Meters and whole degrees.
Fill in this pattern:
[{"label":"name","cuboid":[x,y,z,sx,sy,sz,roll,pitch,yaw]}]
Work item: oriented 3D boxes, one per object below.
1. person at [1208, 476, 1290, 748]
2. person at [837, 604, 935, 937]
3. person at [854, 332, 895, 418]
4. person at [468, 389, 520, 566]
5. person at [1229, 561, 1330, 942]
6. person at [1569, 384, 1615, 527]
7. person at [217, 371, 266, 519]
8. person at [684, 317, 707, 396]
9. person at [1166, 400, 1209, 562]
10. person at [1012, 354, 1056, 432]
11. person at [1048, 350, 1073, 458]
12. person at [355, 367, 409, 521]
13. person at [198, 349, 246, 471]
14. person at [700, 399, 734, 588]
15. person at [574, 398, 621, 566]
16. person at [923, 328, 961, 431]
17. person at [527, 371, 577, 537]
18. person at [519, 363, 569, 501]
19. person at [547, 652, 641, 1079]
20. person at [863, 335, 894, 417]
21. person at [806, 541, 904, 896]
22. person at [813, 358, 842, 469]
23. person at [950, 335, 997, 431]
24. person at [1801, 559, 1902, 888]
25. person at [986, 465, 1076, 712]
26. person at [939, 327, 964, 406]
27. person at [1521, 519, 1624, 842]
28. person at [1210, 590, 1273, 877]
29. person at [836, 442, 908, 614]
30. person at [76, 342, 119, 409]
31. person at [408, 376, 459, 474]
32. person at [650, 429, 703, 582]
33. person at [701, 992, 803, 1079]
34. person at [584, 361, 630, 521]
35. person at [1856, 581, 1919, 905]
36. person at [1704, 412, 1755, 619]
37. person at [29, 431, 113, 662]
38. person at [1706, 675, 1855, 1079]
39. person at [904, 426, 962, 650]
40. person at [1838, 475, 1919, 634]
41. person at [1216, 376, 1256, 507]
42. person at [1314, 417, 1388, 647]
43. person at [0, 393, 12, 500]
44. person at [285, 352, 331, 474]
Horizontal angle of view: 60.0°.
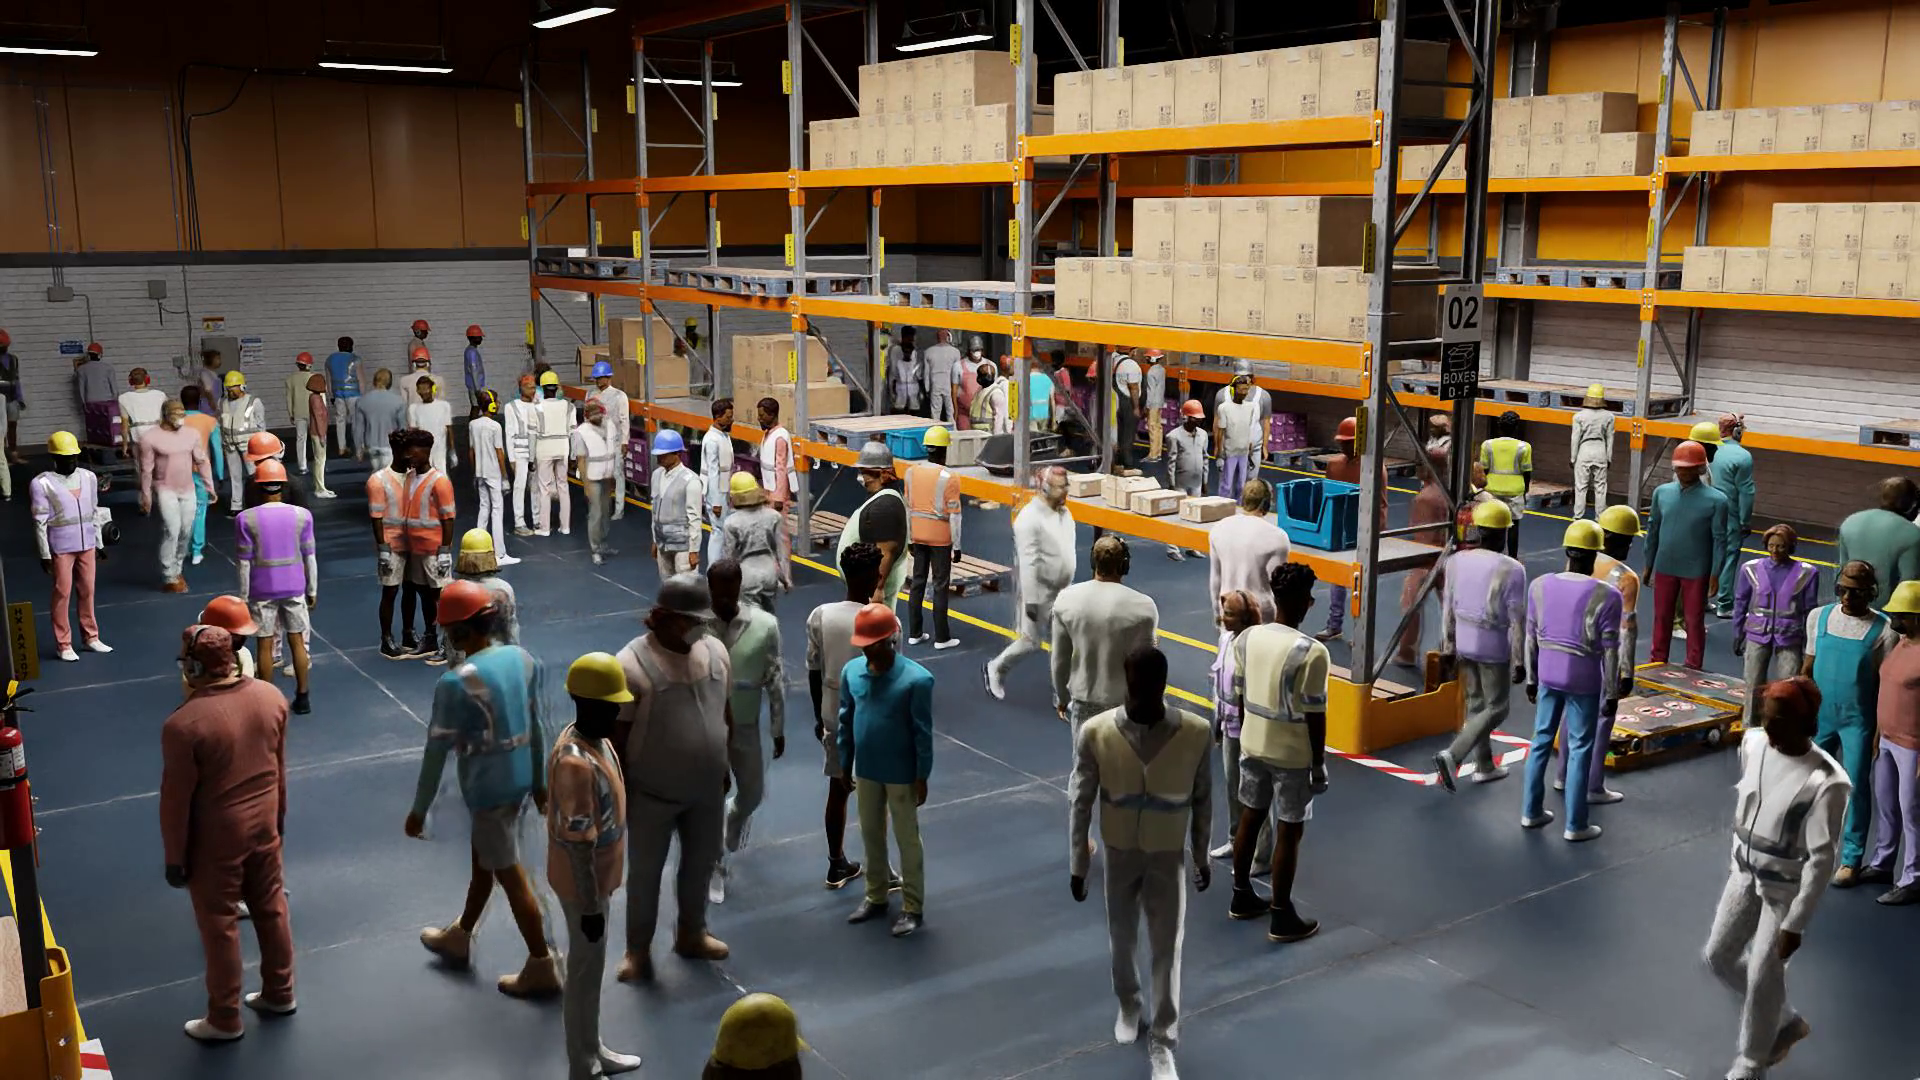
[{"label":"person","cuboid":[1.983,0.521,11.490,0.639,1.925,0.404,10,15,42]},{"label":"person","cuboid":[-0.403,1.174,8.627,0.576,1.737,0.354,7,13,30]},{"label":"person","cuboid":[-1.491,-3.057,29.952,0.650,1.856,1.031,-10,15,-43]},{"label":"person","cuboid":[-4.978,-0.661,17.670,0.518,1.874,0.329,7,13,33]},{"label":"person","cuboid":[1.656,1.074,8.592,0.382,1.958,0.600,-7,13,-32]},{"label":"person","cuboid":[7.415,-0.963,19.544,0.485,1.744,0.294,1,11,7]},{"label":"person","cuboid":[-8.777,-1.155,20.296,0.600,1.830,0.403,1,11,4]},{"label":"person","cuboid":[-4.711,-2.972,29.352,0.382,1.924,0.593,9,14,38]},{"label":"person","cuboid":[2.461,-0.642,17.893,0.567,1.744,0.349,-7,13,-32]},{"label":"person","cuboid":[1.017,-1.688,23.127,0.565,1.788,0.990,-5,12,-24]},{"label":"person","cuboid":[1.434,-2.057,25.318,0.726,1.665,0.551,-2,11,-10]},{"label":"person","cuboid":[-6.931,-1.101,19.873,0.632,1.900,0.772,1,11,6]},{"label":"person","cuboid":[-10.796,-1.855,24.004,0.994,1.796,0.502,-1,11,-4]},{"label":"person","cuboid":[-2.403,-0.454,16.527,0.396,1.908,0.600,0,11,2]},{"label":"person","cuboid":[-3.831,-0.637,17.716,0.417,1.802,0.742,5,12,25]},{"label":"person","cuboid":[-0.262,-2.447,26.713,0.639,1.911,0.406,3,11,13]},{"label":"person","cuboid":[-4.726,-0.994,19.281,0.592,1.911,0.398,-8,14,-36]},{"label":"person","cuboid":[-5.477,-1.444,21.863,0.874,1.804,0.628,10,15,42]},{"label":"person","cuboid":[-1.527,1.405,6.965,0.383,1.923,0.589,-1,11,-7]},{"label":"person","cuboid":[-1.361,-2.554,27.759,0.527,1.722,0.906,9,14,40]},{"label":"person","cuboid":[-0.542,0.972,9.067,0.614,1.964,0.361,6,13,30]},{"label":"person","cuboid":[-1.977,-1.854,24.386,0.500,1.633,0.285,-1,11,-6]},{"label":"person","cuboid":[0.221,-1.863,23.388,0.676,2.000,0.536,-2,11,-12]},{"label":"person","cuboid":[4.910,1.001,9.256,0.343,1.839,0.506,-9,14,-37]},{"label":"person","cuboid":[0.593,0.361,12.427,0.806,1.880,0.647,10,15,41]},{"label":"person","cuboid":[-0.148,-3.570,32.355,0.605,1.951,0.382,-11,15,-43]},{"label":"person","cuboid":[3.661,0.827,9.947,0.407,1.917,0.588,-9,14,-39]},{"label":"person","cuboid":[1.597,1.078,9.394,0.318,1.629,0.515,-3,12,-16]},{"label":"person","cuboid":[-0.657,0.271,12.466,0.539,2.000,0.689,0,11,-2]},{"label":"person","cuboid":[-13.298,-2.173,25.710,0.563,1.752,0.328,-2,11,-12]},{"label":"person","cuboid":[-6.184,-1.003,19.480,0.555,1.846,0.473,-1,11,-5]},{"label":"person","cuboid":[-2.394,0.030,13.969,0.605,1.939,0.414,10,15,42]},{"label":"person","cuboid":[-0.532,2.011,4.353,0.490,1.734,0.326,6,13,29]},{"label":"person","cuboid":[-4.301,-1.201,20.234,0.603,1.949,0.397,4,12,21]},{"label":"person","cuboid":[5.081,1.088,8.990,0.313,1.767,0.534,-1,11,-3]},{"label":"person","cuboid":[7.074,-0.231,15.382,0.409,1.909,0.641,-5,12,-22]},{"label":"person","cuboid":[-7.423,0.044,13.919,0.371,1.925,0.595,5,12,25]},{"label":"person","cuboid":[3.399,1.445,6.895,0.721,1.872,0.640,-3,12,-16]},{"label":"person","cuboid":[-0.219,-0.024,14.304,0.585,1.918,0.410,8,14,36]},{"label":"person","cuboid":[6.404,0.491,11.656,0.436,1.912,0.669,-5,12,-25]},{"label":"person","cuboid":[3.211,-0.975,19.287,0.536,1.866,0.314,-6,12,-26]},{"label":"person","cuboid":[3.364,-0.069,14.321,0.396,1.993,0.617,-10,15,-42]},{"label":"person","cuboid":[-12.603,-1.347,21.510,0.347,1.741,0.564,6,13,28]},{"label":"person","cuboid":[-9.384,-1.824,23.922,0.564,1.752,0.340,1,11,4]}]
